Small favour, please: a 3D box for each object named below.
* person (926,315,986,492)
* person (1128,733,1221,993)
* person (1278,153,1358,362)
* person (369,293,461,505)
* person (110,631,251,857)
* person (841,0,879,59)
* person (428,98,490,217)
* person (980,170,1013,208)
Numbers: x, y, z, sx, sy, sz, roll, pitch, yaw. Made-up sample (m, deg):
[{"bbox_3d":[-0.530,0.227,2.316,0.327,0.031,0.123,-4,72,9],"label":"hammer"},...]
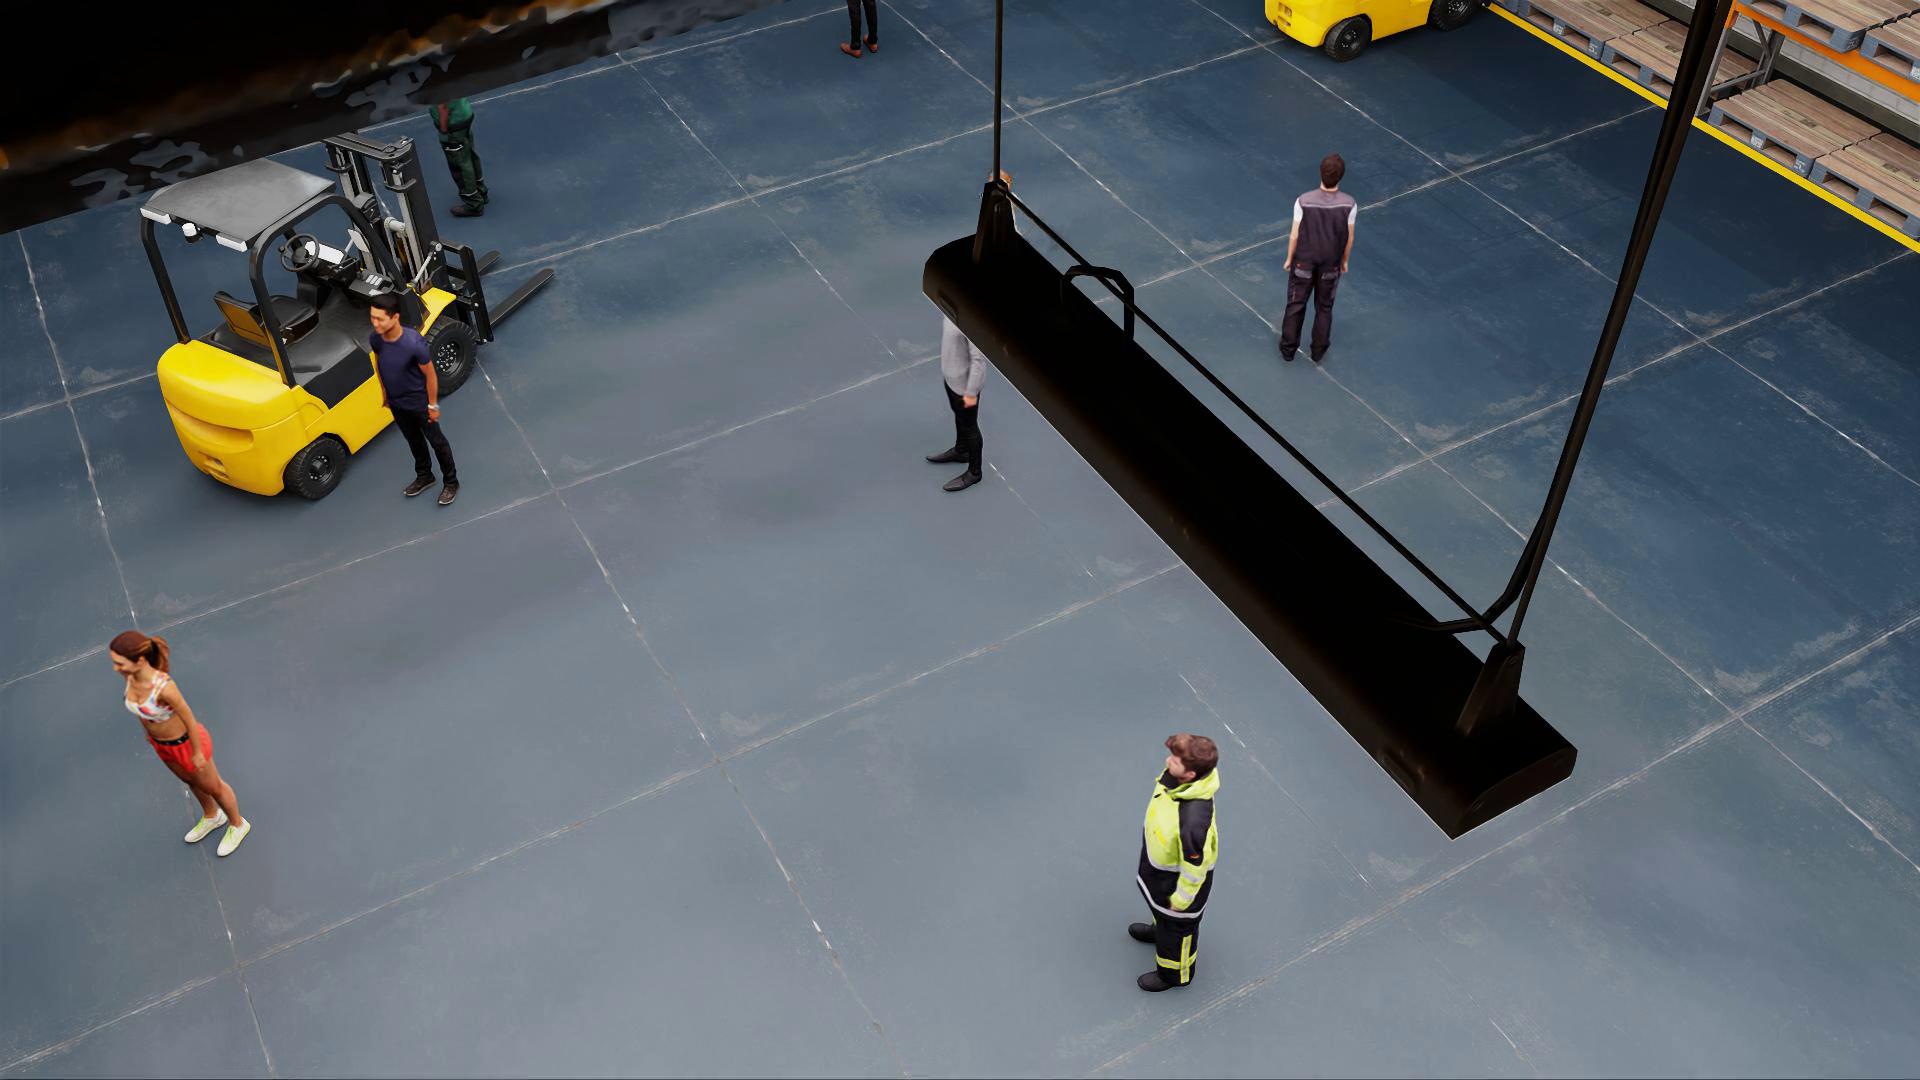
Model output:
[{"bbox_3d":[0.032,-1.213,12.014,0.849,1.923,0.633,-13,45,-14],"label":"person"},{"bbox_3d":[1.173,1.711,8.902,0.930,1.982,0.780,-2,44,-2],"label":"person"},{"bbox_3d":[2.820,-2.209,13.113,0.742,1.848,0.770,5,44,5],"label":"person"},{"bbox_3d":[-3.924,-1.028,11.914,0.689,1.793,0.773,14,45,15],"label":"person"},{"bbox_3d":[-4.512,1.158,9.621,0.634,1.791,0.722,21,47,21],"label":"person"},{"bbox_3d":[-1.031,-5.840,16.899,0.713,1.884,0.575,-26,50,-25],"label":"person"},{"bbox_3d":[-4.491,-3.725,14.713,0.843,1.838,0.740,3,44,3],"label":"person"},{"bbox_3d":[0.341,-2.533,13.852,0.743,1.298,0.729,24,49,23],"label":"person"}]
